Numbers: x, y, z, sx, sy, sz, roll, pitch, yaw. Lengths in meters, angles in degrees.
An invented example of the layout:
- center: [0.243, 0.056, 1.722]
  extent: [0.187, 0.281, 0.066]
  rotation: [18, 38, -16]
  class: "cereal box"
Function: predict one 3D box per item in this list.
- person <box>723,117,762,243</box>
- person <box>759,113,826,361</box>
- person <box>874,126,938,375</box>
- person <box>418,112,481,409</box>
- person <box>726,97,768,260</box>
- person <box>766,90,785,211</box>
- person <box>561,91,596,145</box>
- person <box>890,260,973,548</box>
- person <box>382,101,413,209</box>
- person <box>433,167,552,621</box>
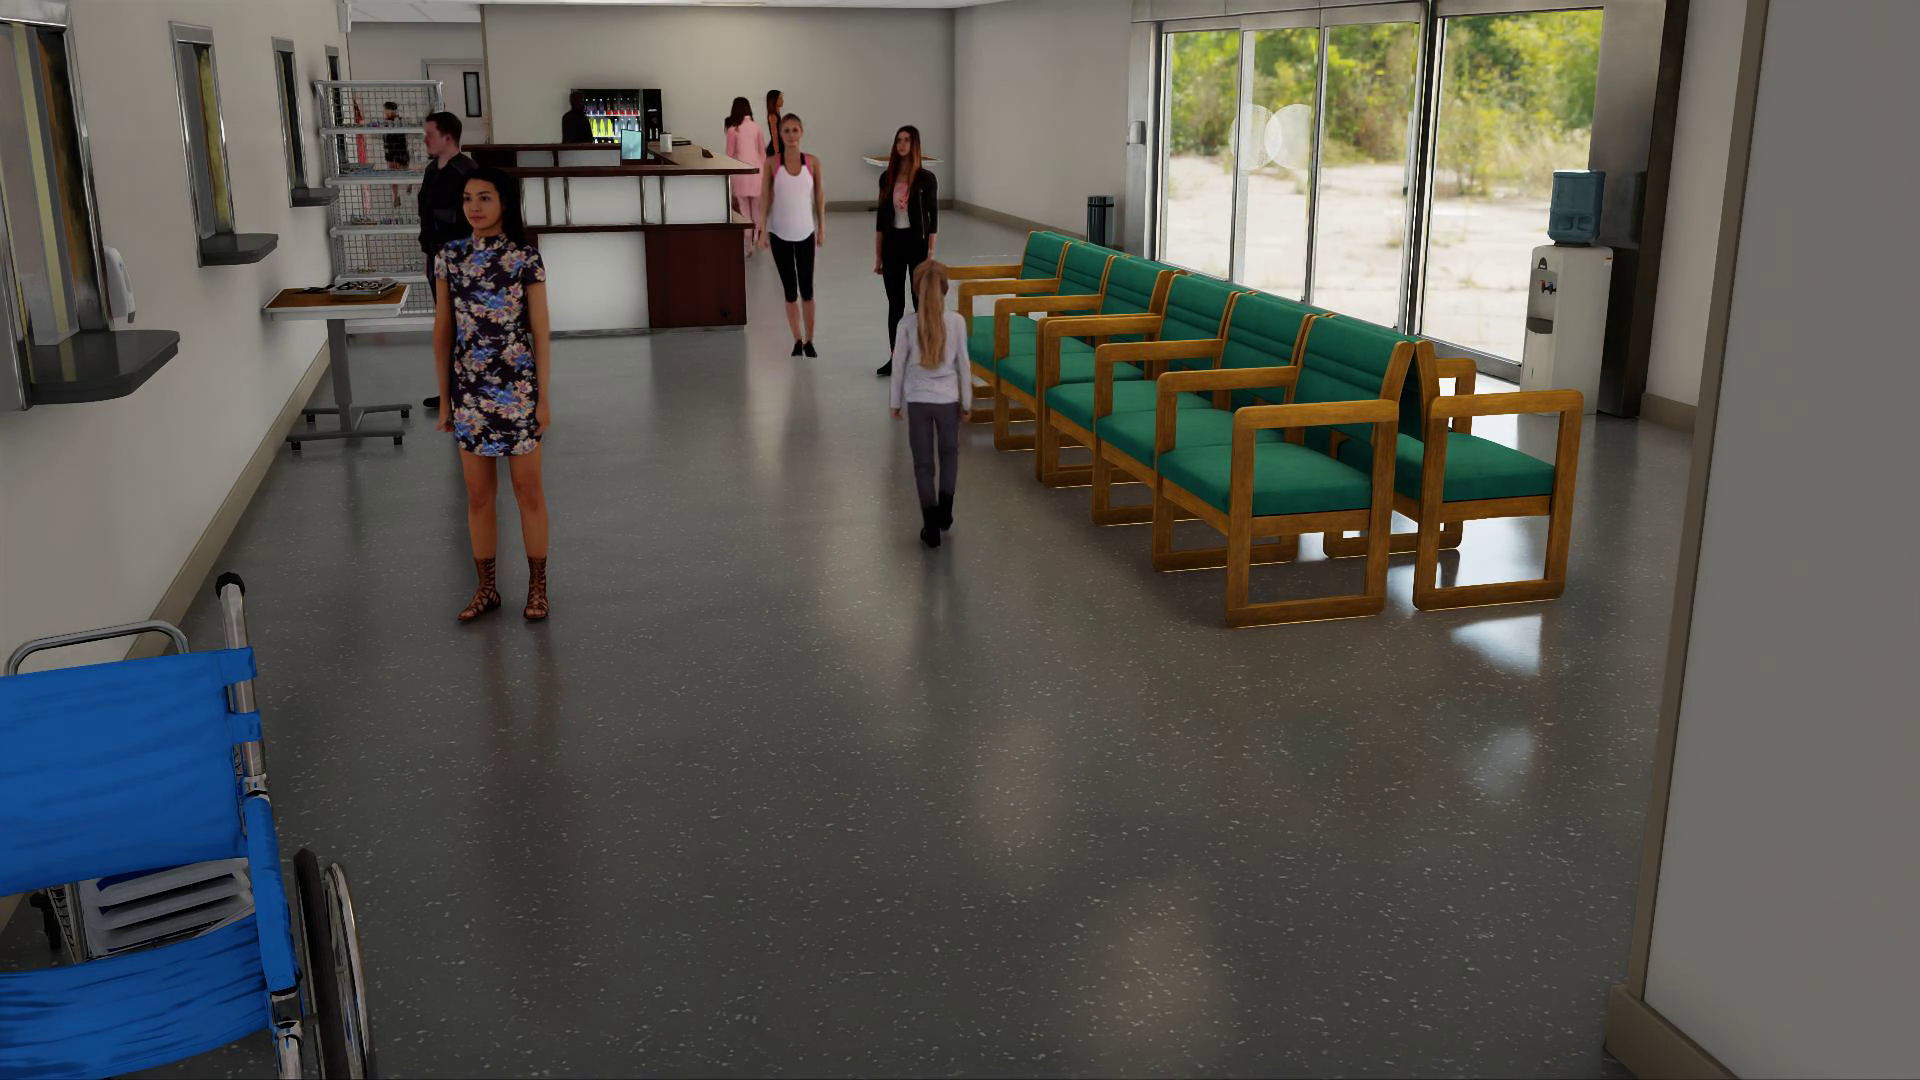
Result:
- center: [-2.631, -4.381, 20.350]
  extent: [0.904, 1.534, 0.597]
  rotation: [-2, 16, -8]
  class: "person"
- center: [-1.227, -2.219, 12.247]
  extent: [0.757, 1.770, 0.777]
  rotation: [-1, 16, -2]
  class: "person"
- center: [-0.361, -2.011, 11.616]
  extent: [0.639, 1.713, 0.738]
  rotation: [5, 17, 18]
  class: "person"
- center: [-3.131, -1.720, 10.338]
  extent: [0.804, 1.845, 0.802]
  rotation: [14, 21, 41]
  class: "person"
- center: [-2.364, -4.053, 18.725]
  extent: [0.607, 1.785, 0.744]
  rotation: [-7, 17, -24]
  class: "person"
- center: [-2.466, -5.110, 22.383]
  extent: [0.611, 1.835, 0.638]
  rotation: [0, 16, 1]
  class: "person"
- center: [-5.209, -5.078, 22.343]
  extent: [1.262, 1.794, 1.065]
  rotation: [-15, 21, -42]
  class: "person"
- center: [-0.115, -0.592, 7.403]
  extent: [0.604, 1.267, 0.609]
  rotation: [-2, 16, -8]
  class: "person"
- center: [-8.692, -5.937, 25.741]
  extent: [0.905, 1.604, 0.749]
  rotation: [0, 16, 0]
  class: "person"
- center: [-1.775, -0.550, 6.395]
  extent: [0.548, 1.733, 0.703]
  rotation: [0, 16, 0]
  class: "person"
